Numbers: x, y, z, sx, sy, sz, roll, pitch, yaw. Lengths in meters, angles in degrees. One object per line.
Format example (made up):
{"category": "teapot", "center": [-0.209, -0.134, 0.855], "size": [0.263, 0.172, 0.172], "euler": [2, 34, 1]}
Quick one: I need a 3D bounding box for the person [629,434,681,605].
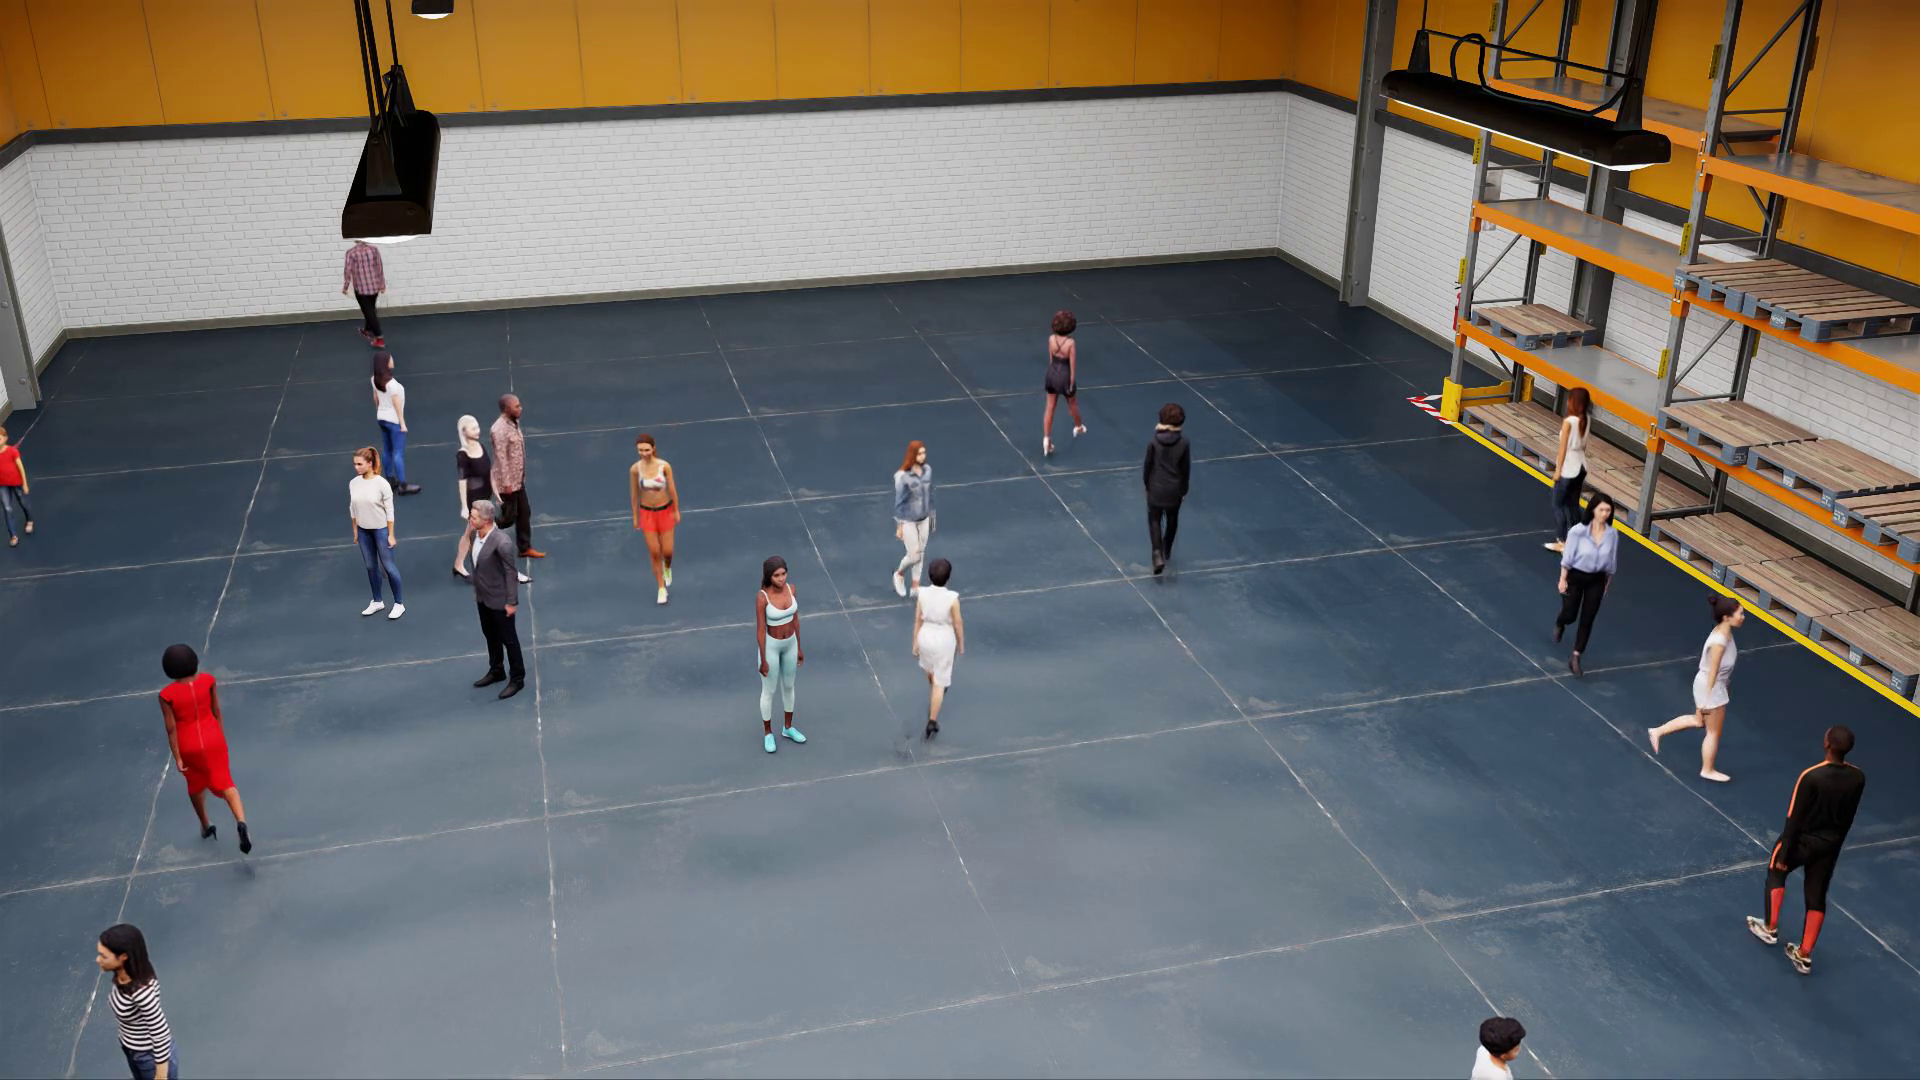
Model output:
{"category": "person", "center": [-2.992, -0.256, 16.408], "size": [0.678, 1.772, 0.797], "euler": [-2, 24, -4]}

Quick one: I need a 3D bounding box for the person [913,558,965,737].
{"category": "person", "center": [-0.217, 0.935, 14.007], "size": [0.902, 1.513, 1.058], "euler": [7, 25, 16]}

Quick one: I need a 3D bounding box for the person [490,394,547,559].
{"category": "person", "center": [-4.760, -0.628, 17.250], "size": [1.008, 1.780, 1.044], "euler": [5, 24, 11]}

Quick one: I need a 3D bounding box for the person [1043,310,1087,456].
{"category": "person", "center": [1.171, -1.873, 20.140], "size": [1.018, 1.746, 1.088], "euler": [13, 27, 26]}

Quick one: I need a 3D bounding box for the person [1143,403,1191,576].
{"category": "person", "center": [2.102, -0.498, 16.987], "size": [0.794, 1.751, 1.141], "euler": [0, 24, -1]}

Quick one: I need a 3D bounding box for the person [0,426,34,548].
{"category": "person", "center": [-10.155, -0.615, 17.845], "size": [0.484, 1.278, 0.871], "euler": [-6, 24, -13]}

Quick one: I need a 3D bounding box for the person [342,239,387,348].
{"category": "person", "center": [-8.617, -3.652, 24.237], "size": [1.196, 1.724, 1.070], "euler": [18, 29, 35]}

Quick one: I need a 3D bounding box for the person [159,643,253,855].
{"category": "person", "center": [-5.564, 1.578, 12.282], "size": [0.850, 1.716, 1.097], "euler": [-19, 30, -36]}

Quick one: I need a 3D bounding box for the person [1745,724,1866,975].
{"category": "person", "center": [5.702, 2.082, 11.038], "size": [0.756, 1.789, 0.871], "euler": [-1, 24, -1]}

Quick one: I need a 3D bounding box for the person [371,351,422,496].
{"category": "person", "center": [-6.496, -1.332, 18.979], "size": [0.651, 1.684, 0.746], "euler": [18, 30, 36]}

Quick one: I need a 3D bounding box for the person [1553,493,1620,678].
{"category": "person", "center": [5.625, 0.361, 15.044], "size": [0.805, 1.734, 0.928], "euler": [1, 24, 3]}

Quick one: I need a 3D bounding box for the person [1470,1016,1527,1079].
{"category": "person", "center": [2.904, 3.167, 9.224], "size": [0.562, 1.255, 0.436], "euler": [-3, 24, -8]}

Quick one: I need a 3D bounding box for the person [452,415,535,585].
{"category": "person", "center": [-4.895, -0.363, 16.653], "size": [1.039, 1.773, 1.174], "euler": [5, 24, 11]}

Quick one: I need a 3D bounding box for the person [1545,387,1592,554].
{"category": "person", "center": [6.450, -0.719, 17.472], "size": [0.690, 1.769, 0.697], "euler": [-17, 29, -34]}

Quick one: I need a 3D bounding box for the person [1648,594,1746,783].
{"category": "person", "center": [5.948, 1.181, 13.348], "size": [0.965, 1.591, 0.918], "euler": [13, 27, 26]}

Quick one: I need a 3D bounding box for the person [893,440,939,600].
{"category": "person", "center": [-0.507, -0.202, 16.382], "size": [0.768, 1.695, 0.818], "euler": [-20, 30, -38]}

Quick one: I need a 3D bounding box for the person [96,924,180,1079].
{"category": "person", "center": [-4.476, 2.875, 9.217], "size": [0.709, 1.795, 0.590], "euler": [-21, 31, -39]}

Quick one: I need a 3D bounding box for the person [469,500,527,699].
{"category": "person", "center": [-4.098, 0.479, 14.645], "size": [0.764, 1.838, 0.869], "euler": [18, 30, 36]}

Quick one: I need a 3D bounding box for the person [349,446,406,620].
{"category": "person", "center": [-5.643, -0.074, 16.057], "size": [0.692, 1.720, 0.698], "euler": [6, 24, 15]}

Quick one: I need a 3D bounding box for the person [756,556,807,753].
{"category": "person", "center": [-1.498, 0.921, 13.775], "size": [0.640, 1.725, 0.643], "euler": [-17, 29, -33]}
